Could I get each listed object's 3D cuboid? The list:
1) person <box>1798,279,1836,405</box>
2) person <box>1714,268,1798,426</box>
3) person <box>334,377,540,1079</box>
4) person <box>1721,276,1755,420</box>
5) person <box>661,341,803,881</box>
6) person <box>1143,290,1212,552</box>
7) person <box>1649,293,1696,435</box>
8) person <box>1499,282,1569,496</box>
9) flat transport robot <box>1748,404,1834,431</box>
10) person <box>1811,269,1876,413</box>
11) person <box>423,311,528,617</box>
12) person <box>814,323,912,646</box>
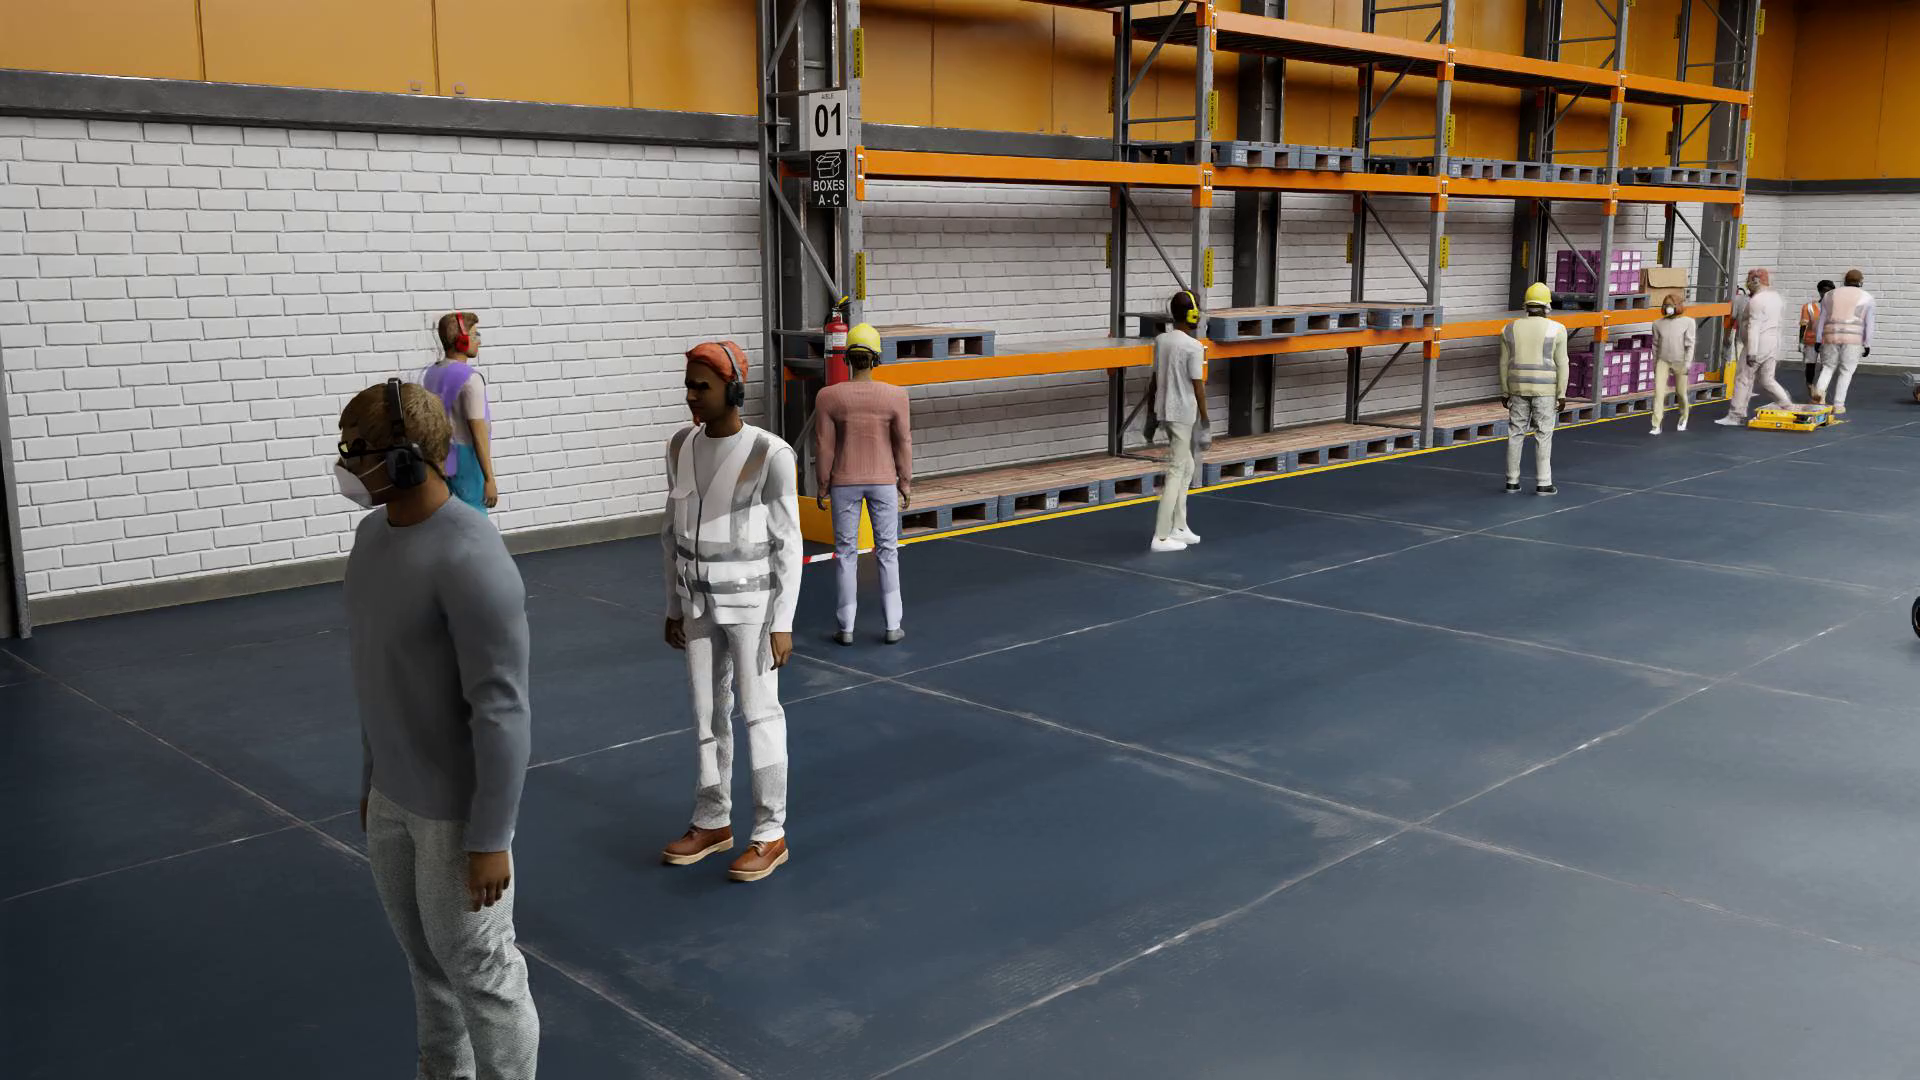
[{"bbox_3d":[11.476,-2.641,22.175,0.548,1.677,0.722,5,12,27],"label":"person"},{"bbox_3d":[9.371,-2.233,19.388,0.668,1.870,0.886,-8,13,-39],"label":"person"},{"bbox_3d":[-1.187,0.598,3.769,0.379,1.937,0.629,-9,14,-41],"label":"person"},{"bbox_3d":[9.731,-2.412,20.535,0.553,1.819,0.983,4,11,19],"label":"person"},{"bbox_3d":[-0.810,0.249,5.816,0.577,1.882,0.349,7,12,33],"label":"person"},{"bbox_3d":[1.622,-0.844,11.844,0.676,1.849,0.567,-6,12,-29],"label":"person"},{"bbox_3d":[8.113,-2.010,18.914,0.499,1.599,0.825,8,13,38],"label":"person"},{"bbox_3d":[4.965,-1.299,14.386,0.590,1.837,0.403,8,13,37],"label":"person"},{"bbox_3d":[9.778,-1.460,19.533,0.652,0.197,1.431,8,13,37],"label":"flat transport robot"},{"bbox_3d":[11.135,-2.490,20.949,0.656,1.812,0.527,10,14,42],"label":"person"},{"bbox_3d":[-2.858,-0.373,9.385,0.775,1.823,0.576,-8,13,-36],"label":"person"},{"bbox_3d":[-0.529,-0.299,9.125,0.532,1.767,0.328,-1,10,-6],"label":"person"}]
